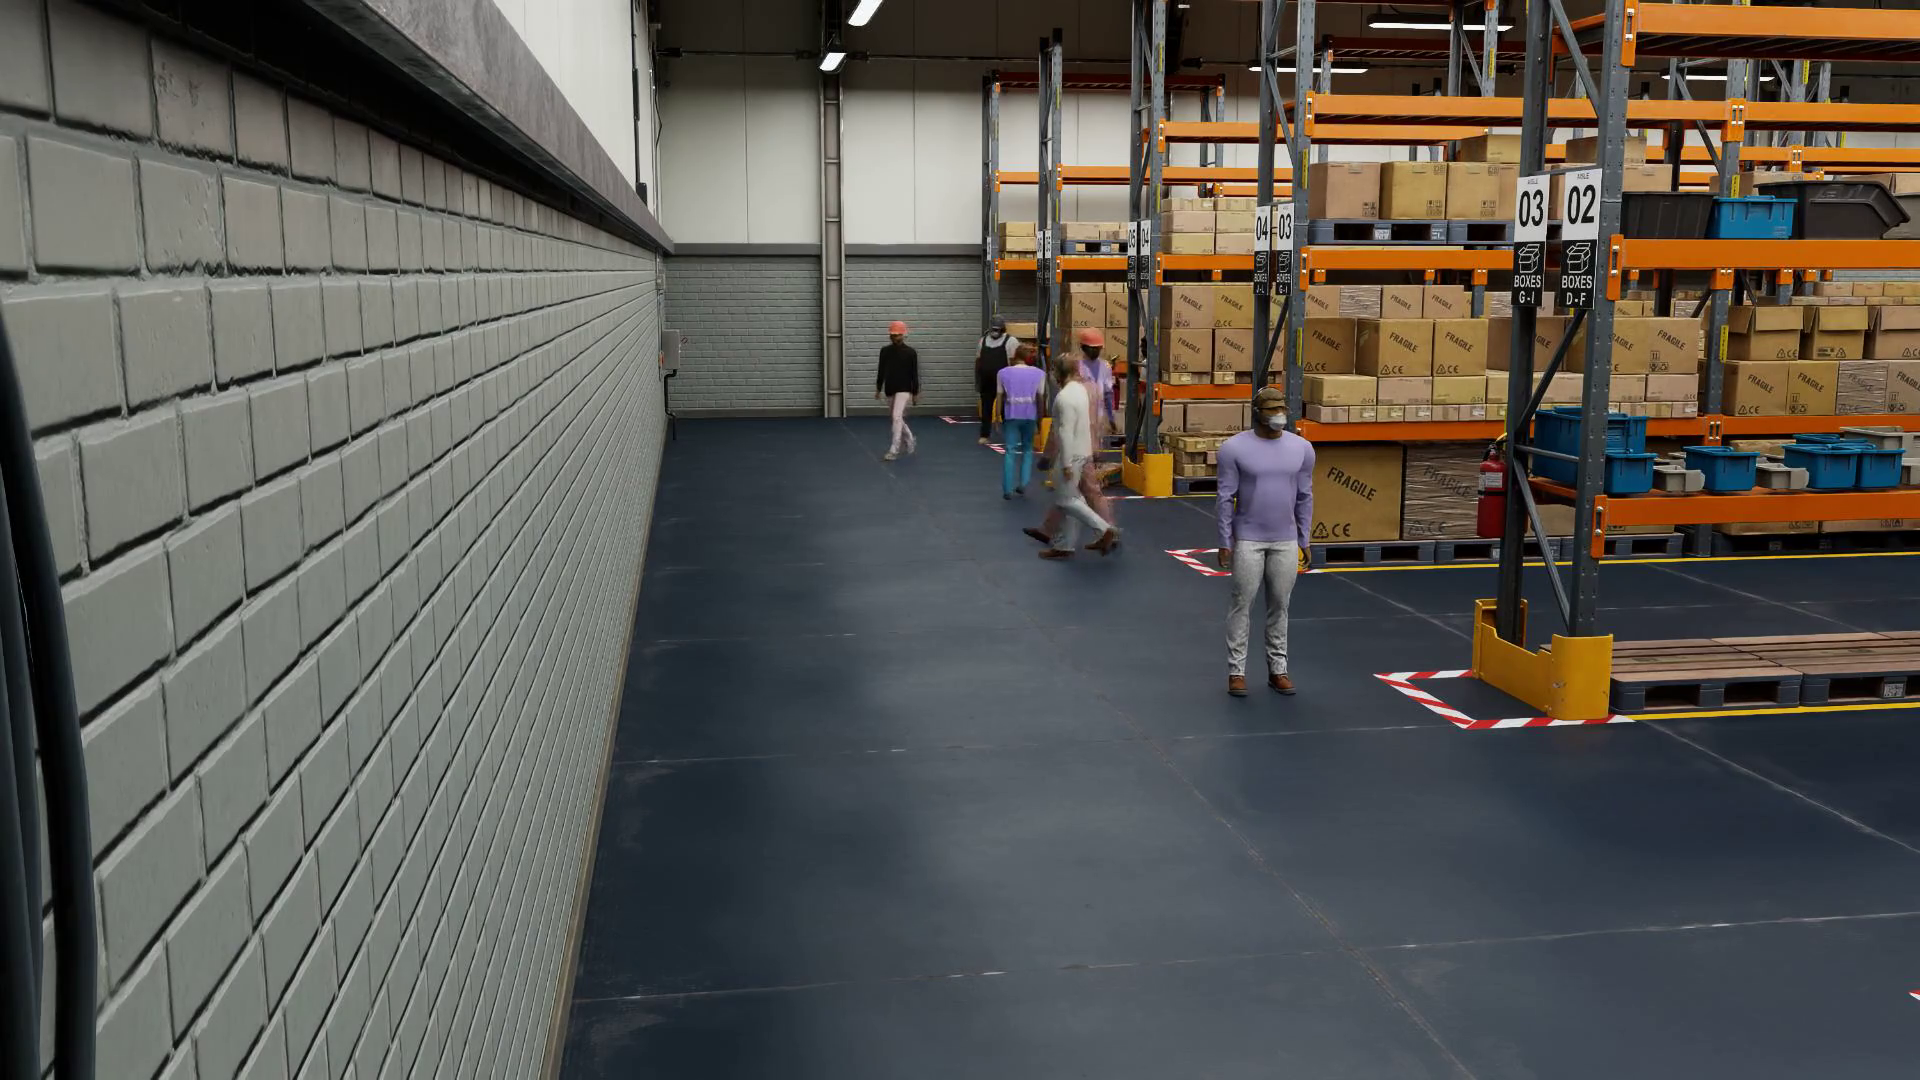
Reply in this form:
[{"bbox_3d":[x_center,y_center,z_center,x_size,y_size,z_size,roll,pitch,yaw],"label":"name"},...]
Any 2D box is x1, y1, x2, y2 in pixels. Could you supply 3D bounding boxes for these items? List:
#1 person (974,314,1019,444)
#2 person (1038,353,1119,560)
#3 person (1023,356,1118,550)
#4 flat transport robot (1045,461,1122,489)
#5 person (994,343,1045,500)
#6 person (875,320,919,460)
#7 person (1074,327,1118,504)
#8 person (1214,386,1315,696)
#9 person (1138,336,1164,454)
[{"bbox_3d":[0.558,-2.466,25.356,0.748,2.000,0.640,4,10,22],"label":"person"},{"bbox_3d":[1.076,-0.741,15.091,0.712,1.917,0.642,3,10,17],"label":"person"},{"bbox_3d":[1.068,-0.831,15.886,1.018,1.842,0.663,4,10,21],"label":"person"},{"bbox_3d":[1.636,-0.811,20.591,0.652,0.197,1.431,5,10,27],"label":"flat transport robot"},{"bbox_3d":[0.685,-1.379,19.374,0.595,1.810,0.582,0,9,1],"label":"person"},{"bbox_3d":[-0.847,-2.135,23.572,0.612,1.961,0.920,6,11,34],"label":"person"},{"bbox_3d":[1.466,-1.385,18.763,0.650,2.015,0.492,-6,11,-33],"label":"person"},{"bbox_3d":[1.903,0.010,10.401,0.636,1.939,0.365,-1,9,-7],"label":"person"},{"bbox_3d":[2.370,-1.627,20.752,0.325,1.860,0.515,-4,10,-22],"label":"person"}]
